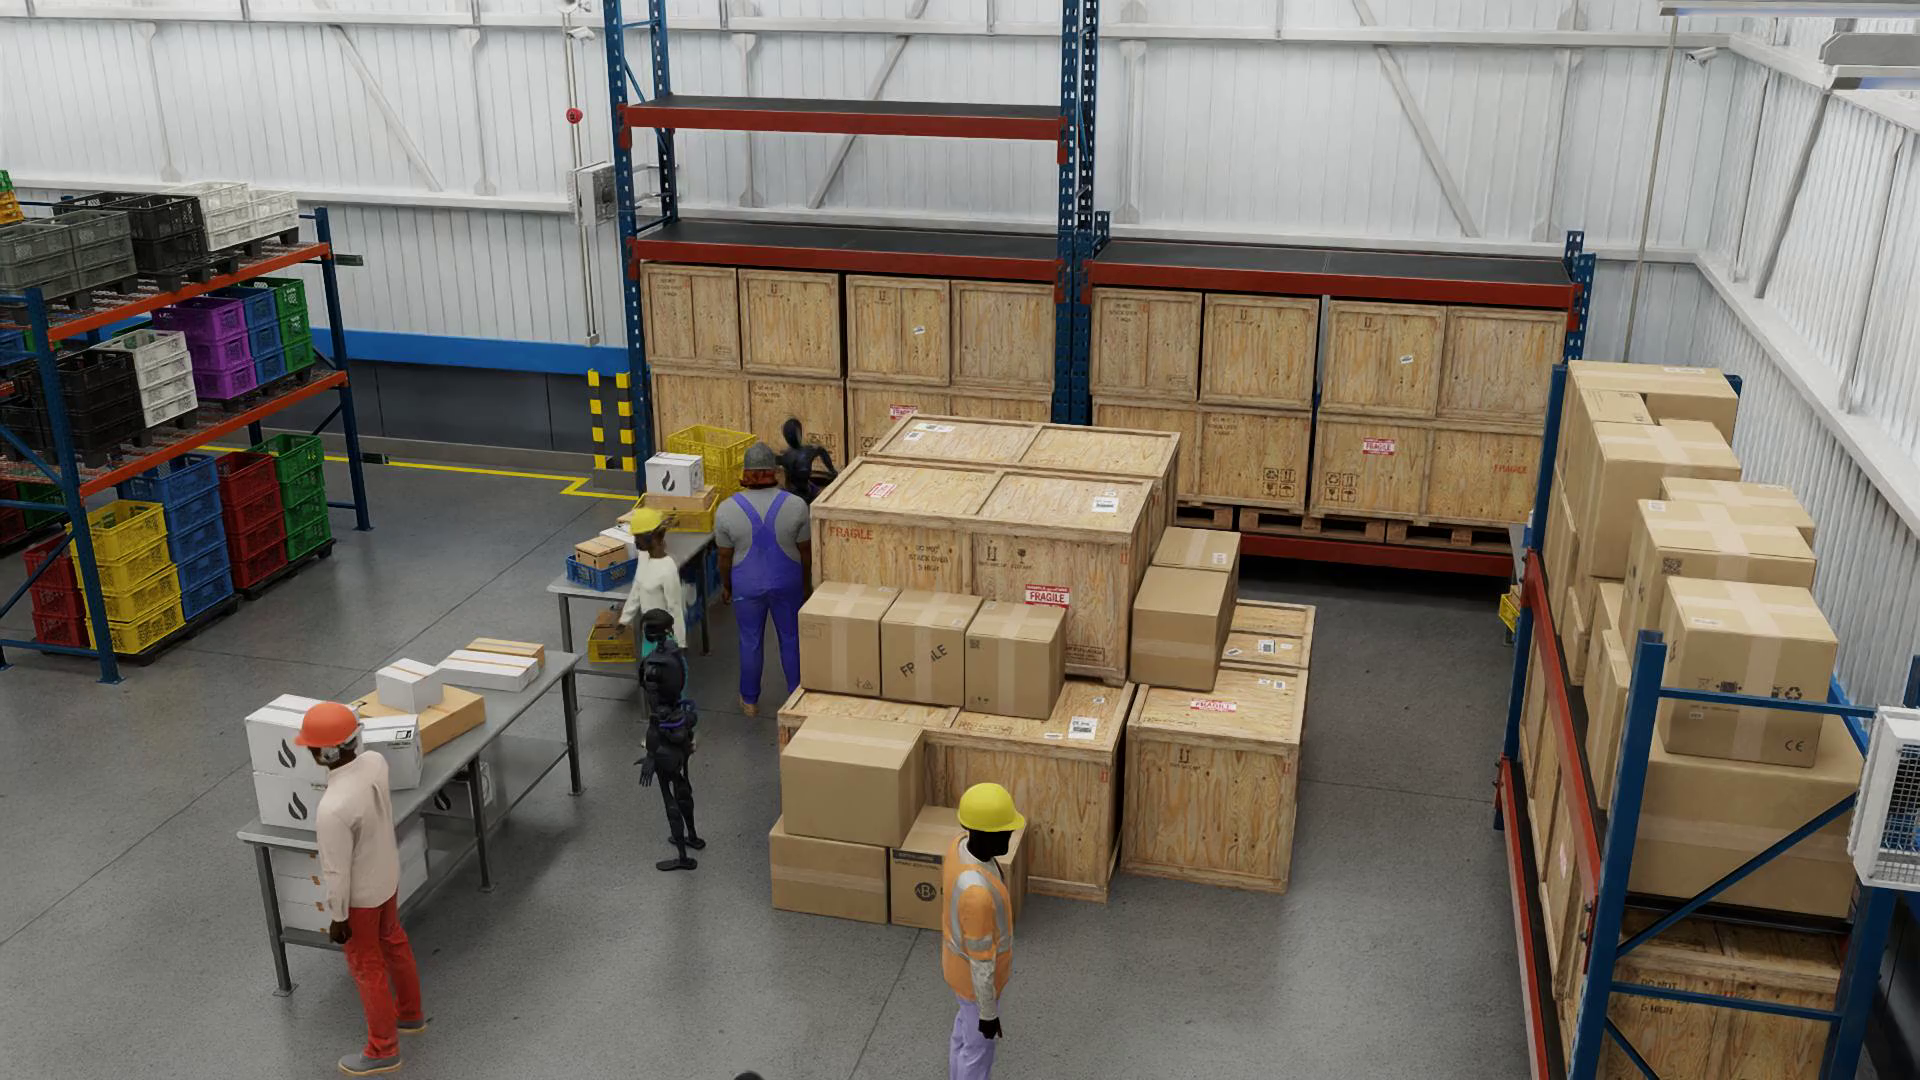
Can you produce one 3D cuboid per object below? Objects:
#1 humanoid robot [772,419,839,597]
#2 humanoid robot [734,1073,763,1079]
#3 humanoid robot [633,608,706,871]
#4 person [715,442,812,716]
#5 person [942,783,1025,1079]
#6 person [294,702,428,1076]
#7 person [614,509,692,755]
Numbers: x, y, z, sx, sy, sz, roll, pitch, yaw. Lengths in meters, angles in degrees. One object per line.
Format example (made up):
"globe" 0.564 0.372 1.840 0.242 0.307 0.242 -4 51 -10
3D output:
"humanoid robot" -1.272 -0.255 13.812 0.681 1.622 0.784 -13 24 -30
"humanoid robot" -0.743 2.659 6.102 0.618 1.657 0.343 -3 21 -7
"humanoid robot" -1.749 1.183 9.960 0.318 1.656 0.612 3 21 7
"person" -1.389 0.266 11.870 0.676 2.000 0.536 -3 21 -8
"person" 0.103 1.964 7.586 0.366 1.925 0.593 -2 21 -6
"person" -2.963 1.697 8.204 0.397 1.986 0.615 2 21 4
"person" -2.102 0.632 11.338 0.447 1.730 0.549 -12 24 -28
